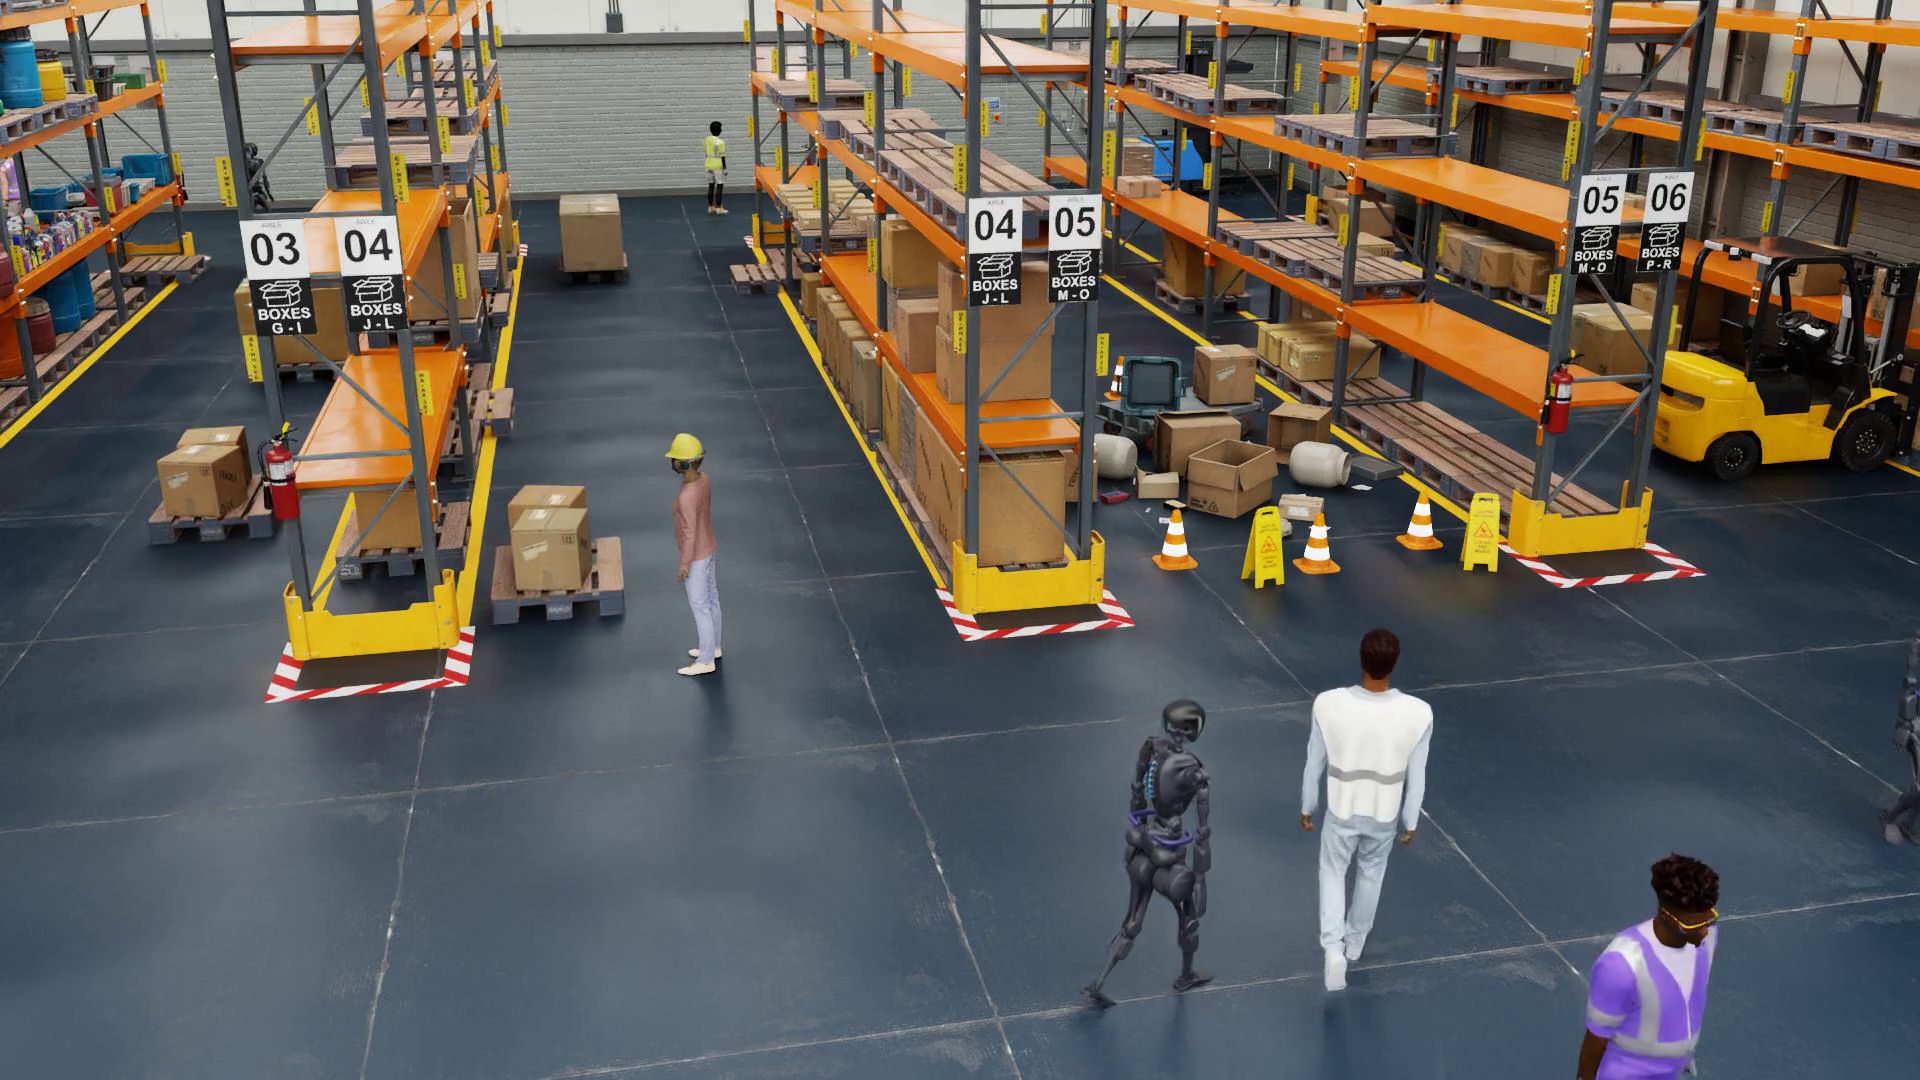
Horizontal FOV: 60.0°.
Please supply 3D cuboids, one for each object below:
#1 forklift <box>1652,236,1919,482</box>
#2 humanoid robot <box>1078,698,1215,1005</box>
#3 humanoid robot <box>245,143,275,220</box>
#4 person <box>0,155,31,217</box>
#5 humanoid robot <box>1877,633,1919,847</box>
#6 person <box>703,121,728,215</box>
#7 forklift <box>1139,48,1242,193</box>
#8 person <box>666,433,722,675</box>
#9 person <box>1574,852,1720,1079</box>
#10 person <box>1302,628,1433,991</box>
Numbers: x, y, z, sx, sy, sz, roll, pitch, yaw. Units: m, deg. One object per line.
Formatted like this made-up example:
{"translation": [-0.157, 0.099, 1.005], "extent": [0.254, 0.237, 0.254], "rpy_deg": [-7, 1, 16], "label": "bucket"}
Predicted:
{"translation": [8.013, -1.814, 16.330], "extent": [2.313, 2.155, 1.214], "rpy_deg": [-4, 21, -12], "label": "forklift"}
{"translation": [0.941, 1.542, 8.107], "extent": [0.739, 1.645, 0.611], "rpy_deg": [-12, 24, -29], "label": "humanoid robot"}
{"translation": [-11.737, -5.791, 27.773], "extent": [0.530, 1.645, 0.605], "rpy_deg": [7, 22, 18], "label": "humanoid robot"}
{"translation": [-15.367, -5.562, 27.146], "extent": [0.348, 1.688, 0.492], "rpy_deg": [11, 23, 26], "label": "person"}
{"translation": [5.591, 1.002, 9.492], "extent": [0.588, 1.647, 0.363], "rpy_deg": [-4, 21, -10], "label": "humanoid robot"}
{"translation": [-4.489, -6.844, 30.592], "extent": [0.538, 1.686, 0.320], "rpy_deg": [17, 26, 38], "label": "person"}
{"translation": [4.566, -8.313, 32.860], "extent": [1.873, 2.768, 1.129], "rpy_deg": [-4, 21, -12], "label": "forklift"}
{"translation": [-1.886, 0.099, 11.783], "extent": [0.314, 1.769, 0.523], "rpy_deg": [2, 21, 7], "label": "person"}
{"translation": [2.581, 1.987, 6.483], "extent": [0.646, 1.925, 0.654], "rpy_deg": [-13, 24, -31], "label": "person"}
{"translation": [1.994, 1.338, 8.257], "extent": [0.591, 1.899, 0.722], "rpy_deg": [4, 21, 11], "label": "person"}
